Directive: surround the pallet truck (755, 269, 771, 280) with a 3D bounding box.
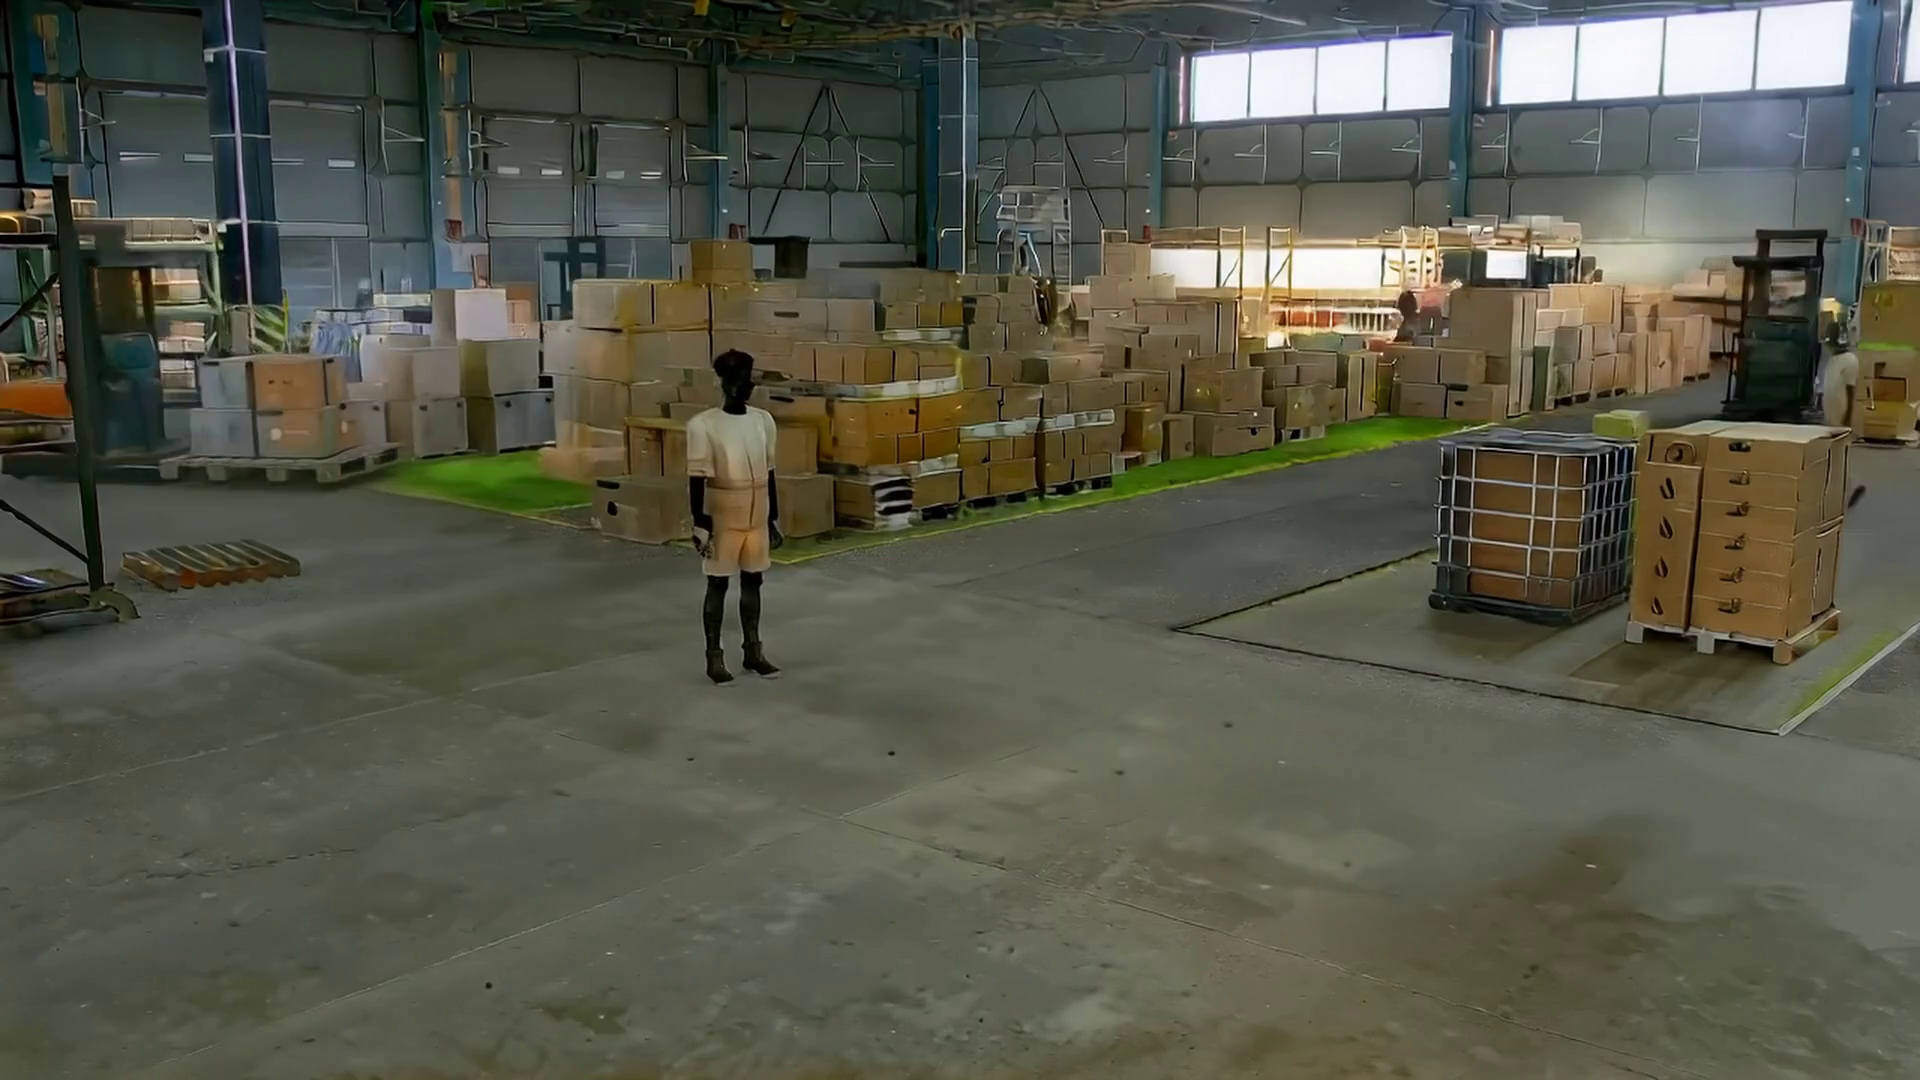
[{"bbox_3d":[-4.996,-6.432,45.525,1.885,1.965,0.823,-6,12,-32],"label":"pallet truck"}]

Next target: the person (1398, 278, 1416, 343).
[{"bbox_3d":[9.737,-4.694,35.883,0.709,1.918,0.647,1,10,4],"label":"person"}]

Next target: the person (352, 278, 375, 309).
[{"bbox_3d":[-12.292,-4.460,34.509,0.399,1.921,0.550,2,10,13],"label":"person"}]

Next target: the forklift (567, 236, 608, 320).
[{"bbox_3d":[-8.560,-5.636,38.480,1.873,2.768,1.129,8,13,40],"label":"forklift"}]

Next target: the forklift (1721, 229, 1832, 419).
[{"bbox_3d":[12.551,-3.322,25.307,1.129,2.768,1.873,8,13,39],"label":"forklift"}]

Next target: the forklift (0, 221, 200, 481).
[{"bbox_3d":[-9.517,-2.102,18.362,1.873,2.768,1.129,1,10,6],"label":"forklift"}]

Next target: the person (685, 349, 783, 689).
[{"bbox_3d":[-1.306,-0.129,9.726,0.612,1.965,0.362,-9,13,-40],"label":"person"}]

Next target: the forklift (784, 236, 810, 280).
[{"bbox_3d":[-3.888,-5.888,39.916,1.873,2.768,1.129,2,10,14],"label":"forklift"}]

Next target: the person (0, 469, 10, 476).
[{"bbox_3d":[-11.144,-1.633,18.473,0.881,1.911,0.633,1,10,5],"label":"person"}]

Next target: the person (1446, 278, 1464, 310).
[{"bbox_3d":[10.200,-4.404,34.149,0.550,1.935,0.376,-2,10,-11],"label":"person"}]

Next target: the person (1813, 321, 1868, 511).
[{"bbox_3d":[8.458,-1.178,16.029,0.446,1.852,0.515,2,10,13],"label":"person"}]
